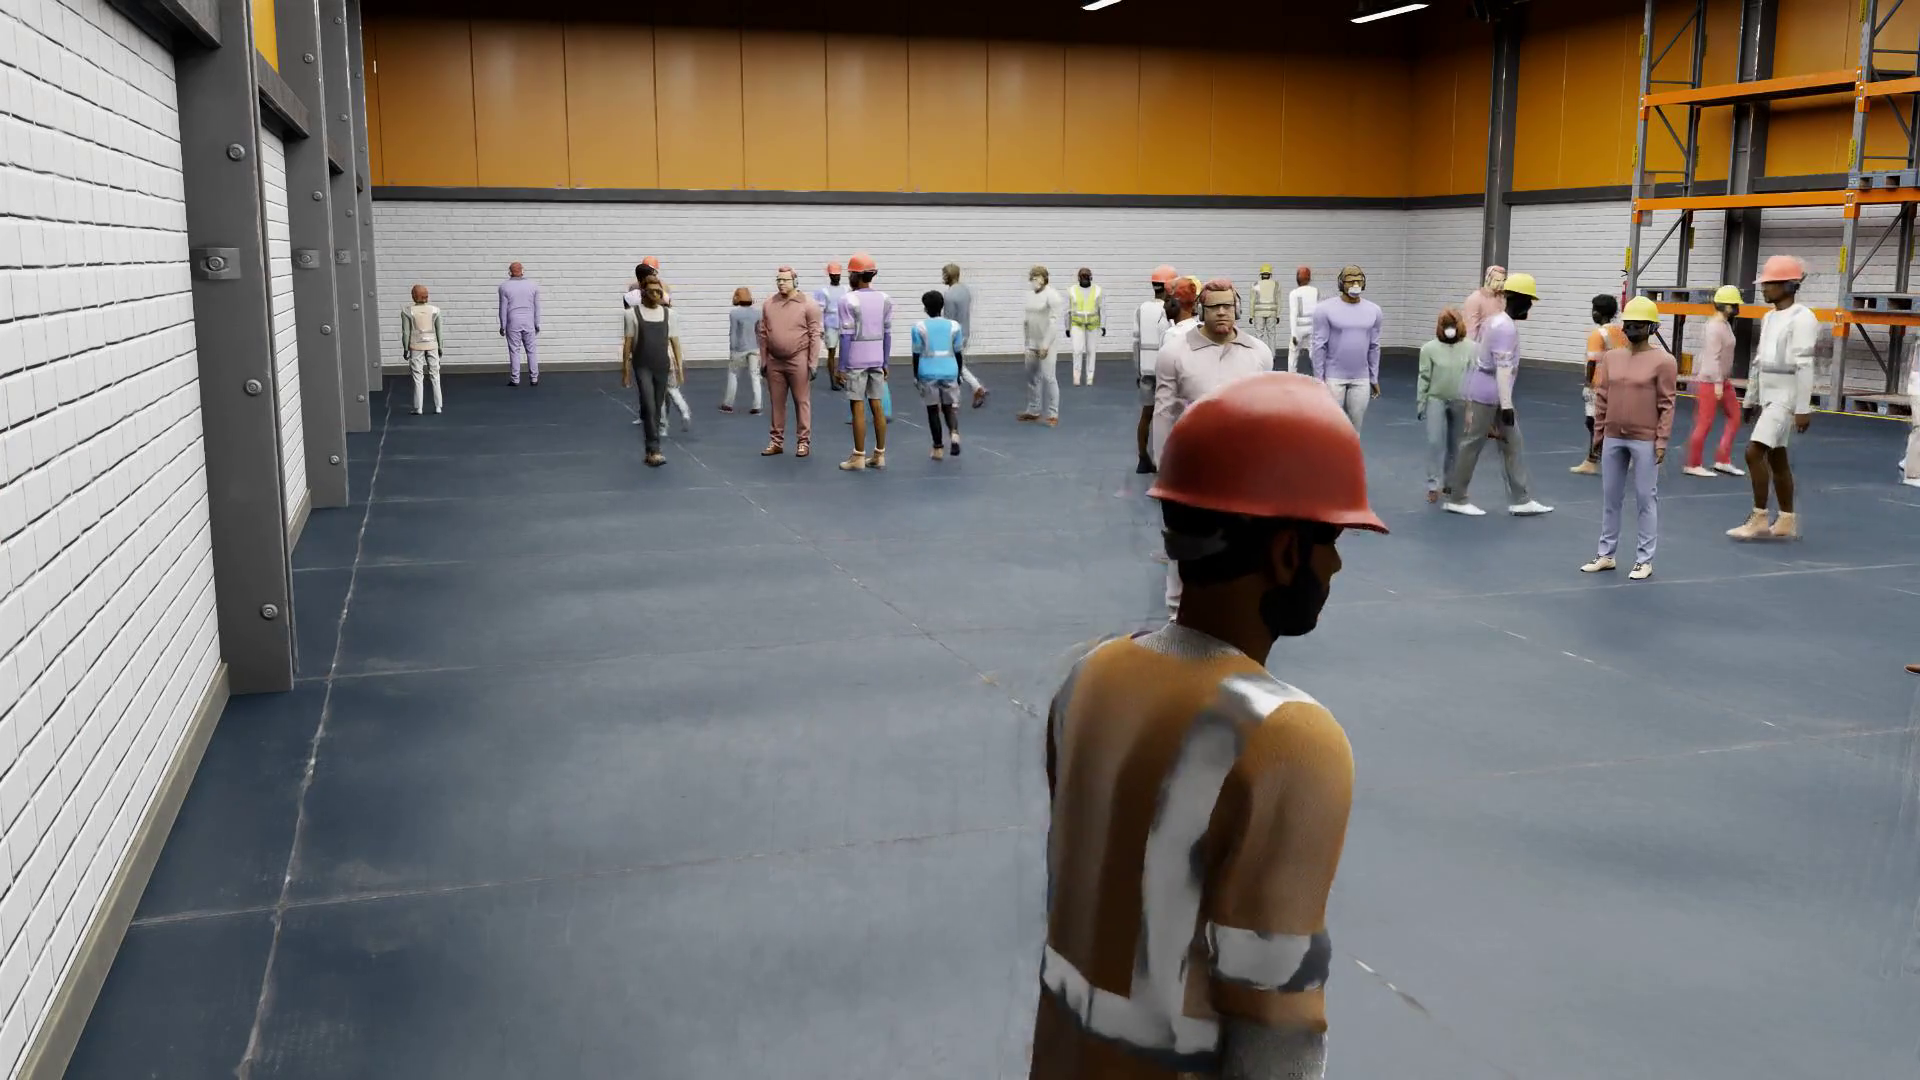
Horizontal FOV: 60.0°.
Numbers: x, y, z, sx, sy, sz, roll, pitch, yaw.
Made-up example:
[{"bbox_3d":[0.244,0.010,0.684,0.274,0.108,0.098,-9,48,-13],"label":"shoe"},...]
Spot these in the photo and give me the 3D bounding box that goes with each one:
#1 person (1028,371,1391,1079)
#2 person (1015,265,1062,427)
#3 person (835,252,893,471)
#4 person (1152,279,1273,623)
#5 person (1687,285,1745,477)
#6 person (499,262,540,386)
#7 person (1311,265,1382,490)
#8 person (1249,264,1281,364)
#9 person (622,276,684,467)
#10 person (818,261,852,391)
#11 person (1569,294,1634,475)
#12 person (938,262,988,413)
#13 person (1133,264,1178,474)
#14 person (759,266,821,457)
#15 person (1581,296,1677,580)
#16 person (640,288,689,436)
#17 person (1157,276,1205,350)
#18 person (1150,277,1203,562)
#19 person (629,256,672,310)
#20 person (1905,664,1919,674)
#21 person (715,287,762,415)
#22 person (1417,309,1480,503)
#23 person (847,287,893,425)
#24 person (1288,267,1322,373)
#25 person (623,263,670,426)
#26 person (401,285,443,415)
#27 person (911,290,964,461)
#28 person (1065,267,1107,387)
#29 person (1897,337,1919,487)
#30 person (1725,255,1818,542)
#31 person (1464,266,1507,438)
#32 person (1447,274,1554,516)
[{"bbox_3d":[0.194,0.751,2.026,0.705,1.908,0.585,-4,10,-20],"label":"person"},{"bbox_3d":[0.933,-2.305,19.788,0.415,1.904,0.820,-7,12,-35],"label":"person"},{"bbox_3d":[-0.913,-1.666,15.606,0.612,2.048,0.363,-9,13,-42],"label":"person"},{"bbox_3d":[1.331,-0.403,8.706,0.651,1.907,0.409,-1,10,-8],"label":"person"},{"bbox_3d":[6.946,-1.425,15.077,0.599,1.745,0.543,8,13,39],"label":"person"},{"bbox_3d":[-6.761,-3.304,25.521,0.638,1.903,0.406,-6,11,-30],"label":"person"},{"bbox_3d":[3.310,-1.377,14.252,0.627,1.941,0.372,-2,10,-11],"label":"person"},{"bbox_3d":[5.620,-4.159,30.662,0.592,1.834,0.403,0,10,0],"label":"person"},{"bbox_3d":[-2.897,-1.602,15.898,0.545,1.814,0.837,-6,11,-30],"label":"person"},{"bbox_3d":[-1.805,-3.150,24.570,0.586,1.918,0.615,-5,11,-25],"label":"person"},{"bbox_3d":[5.895,-1.391,15.082,0.626,1.672,0.545,10,14,44],"label":"person"},{"bbox_3d":[-0.001,-2.551,21.102,0.566,1.919,0.643,5,11,25],"label":"person"},{"bbox_3d":[1.853,-1.557,15.301,0.378,1.932,0.551,-9,13,-41],"label":"person"},{"bbox_3d":[-1.729,-1.786,16.708,0.637,1.911,0.403,3,10,18],"label":"person"},{"bbox_3d":[4.227,-0.641,10.480,0.305,1.772,0.525,-8,12,-37],"label":"person"},{"bbox_3d":[-3.326,-2.001,18.519,0.499,1.717,0.559,-8,13,-39],"label":"person"},{"bbox_3d":[2.035,-1.432,14.871,0.588,1.835,0.403,-6,12,-32],"label":"person"},{"bbox_3d":[1.470,-0.787,10.992,0.337,1.882,0.585,6,11,31],"label":"person"},{"bbox_3d":[-4.397,-3.038,23.705,0.623,1.992,0.397,0,10,0],"label":"person"},{"bbox_3d":[4.761,-0.224,7.786,0.328,1.868,0.514,1,10,7],"label":"person"},{"bbox_3d":[-2.805,-2.394,21.106,0.724,1.607,0.533,9,13,43],"label":"person"},{"bbox_3d":[4.036,-1.113,13.760,0.508,1.588,0.601,1,10,7],"label":"person"},{"bbox_3d":[-1.102,-2.266,19.724,0.668,1.823,0.497,-6,12,-32],"label":"person"},{"bbox_3d":[5.068,-3.065,24.315,0.572,1.850,0.971,-4,10,-20],"label":"person"},{"bbox_3d":[-3.690,-2.303,19.683,0.589,1.915,0.399,-7,12,-35],"label":"person"},{"bbox_3d":[-6.788,-2.399,21.029,0.515,1.641,0.309,-6,12,-33],"label":"person"},{"bbox_3d":[-0.219,-1.614,16.348,0.523,1.680,0.380,-3,10,-18],"label":"person"},{"bbox_3d":[1.932,-3.258,25.485,0.647,1.810,0.764,1,10,3],"label":"person"},{"bbox_3d":[8.436,-1.253,14.458,0.364,1.627,0.519,9,13,43],"label":"person"},{"bbox_3d":[5.671,-0.980,11.720,0.710,2.016,0.637,1,10,4],"label":"person"},{"bbox_3d":[5.801,-2.043,18.218,0.639,1.902,0.407,-7,12,-36],"label":"person"},{"bbox_3d":[4.216,-1.099,12.807,0.880,1.869,0.601,5,11,25],"label":"person"}]
